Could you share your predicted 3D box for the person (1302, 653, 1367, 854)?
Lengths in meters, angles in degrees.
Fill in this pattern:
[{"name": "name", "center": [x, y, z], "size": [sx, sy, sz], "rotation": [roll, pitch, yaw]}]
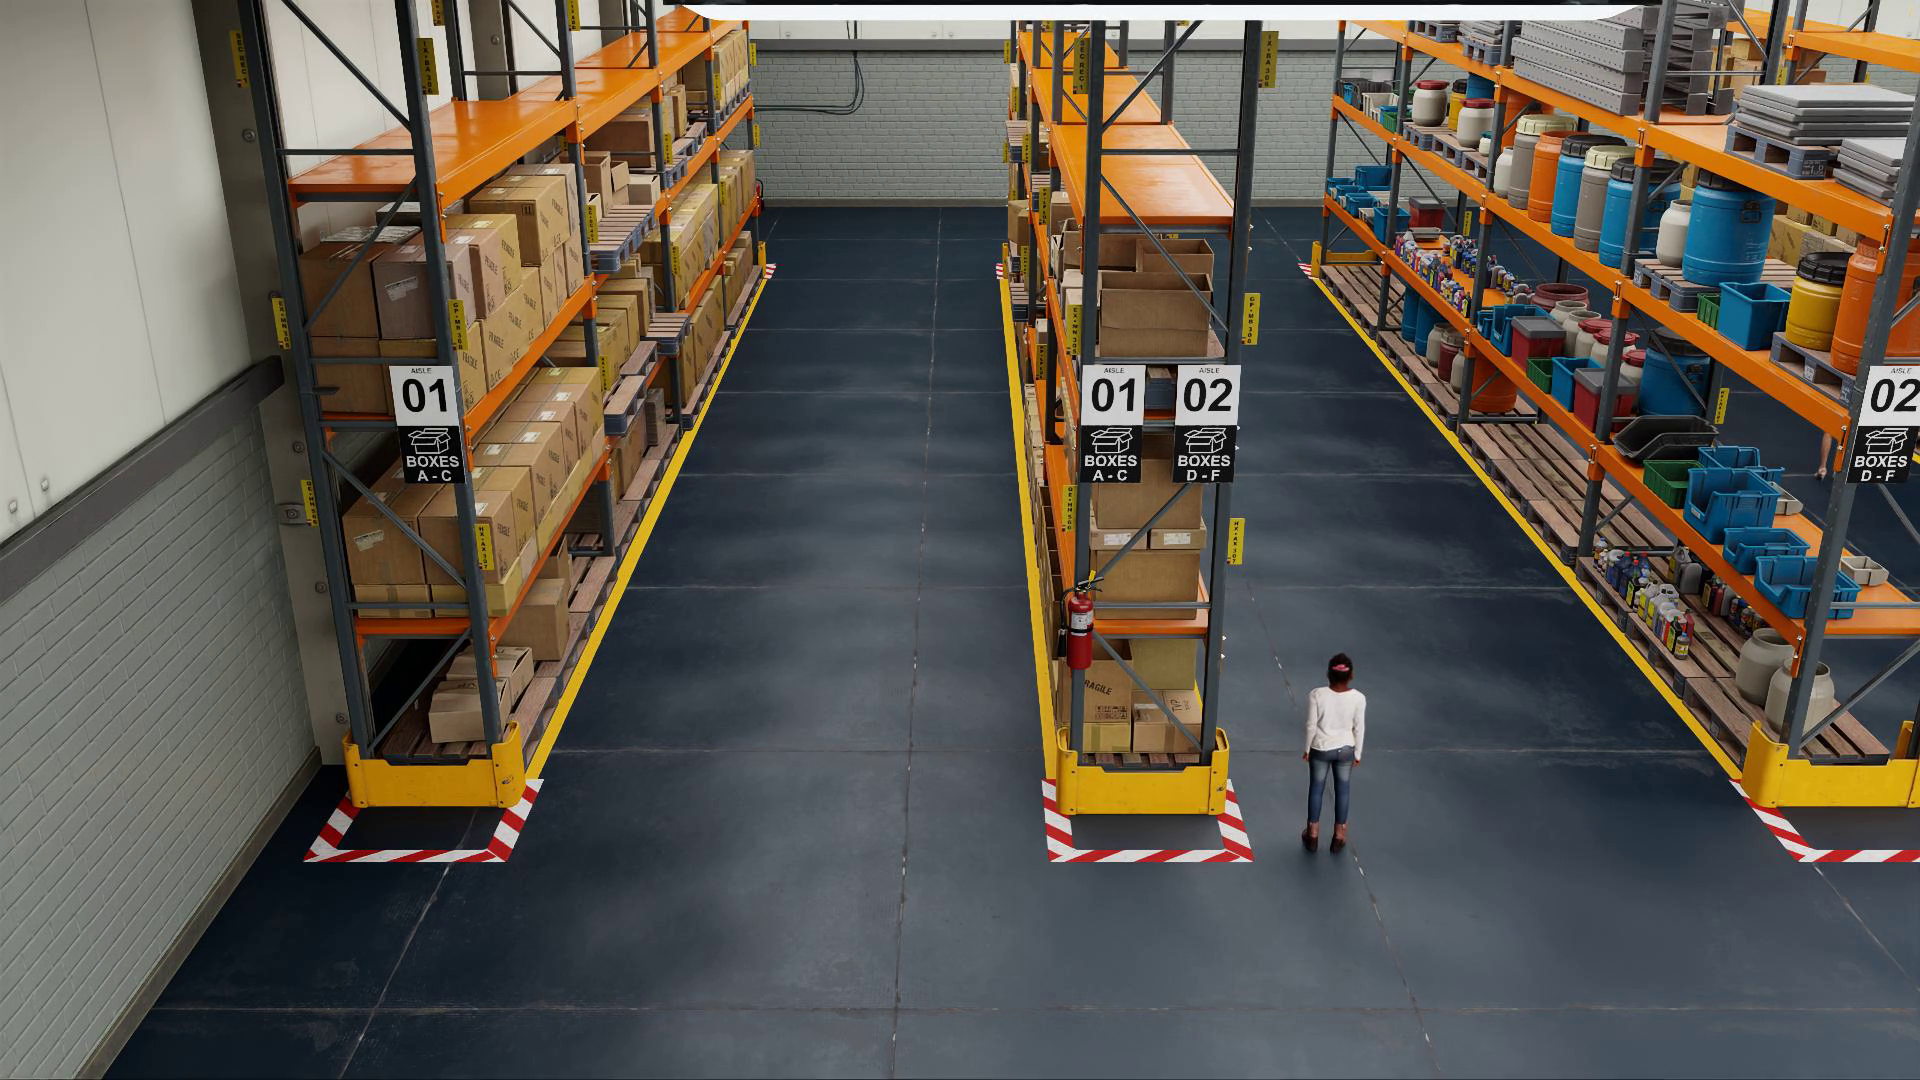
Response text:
[{"name": "person", "center": [2.442, 1.372, 10.911], "size": [0.552, 1.460, 0.518], "rotation": [3, 22, 8]}]
